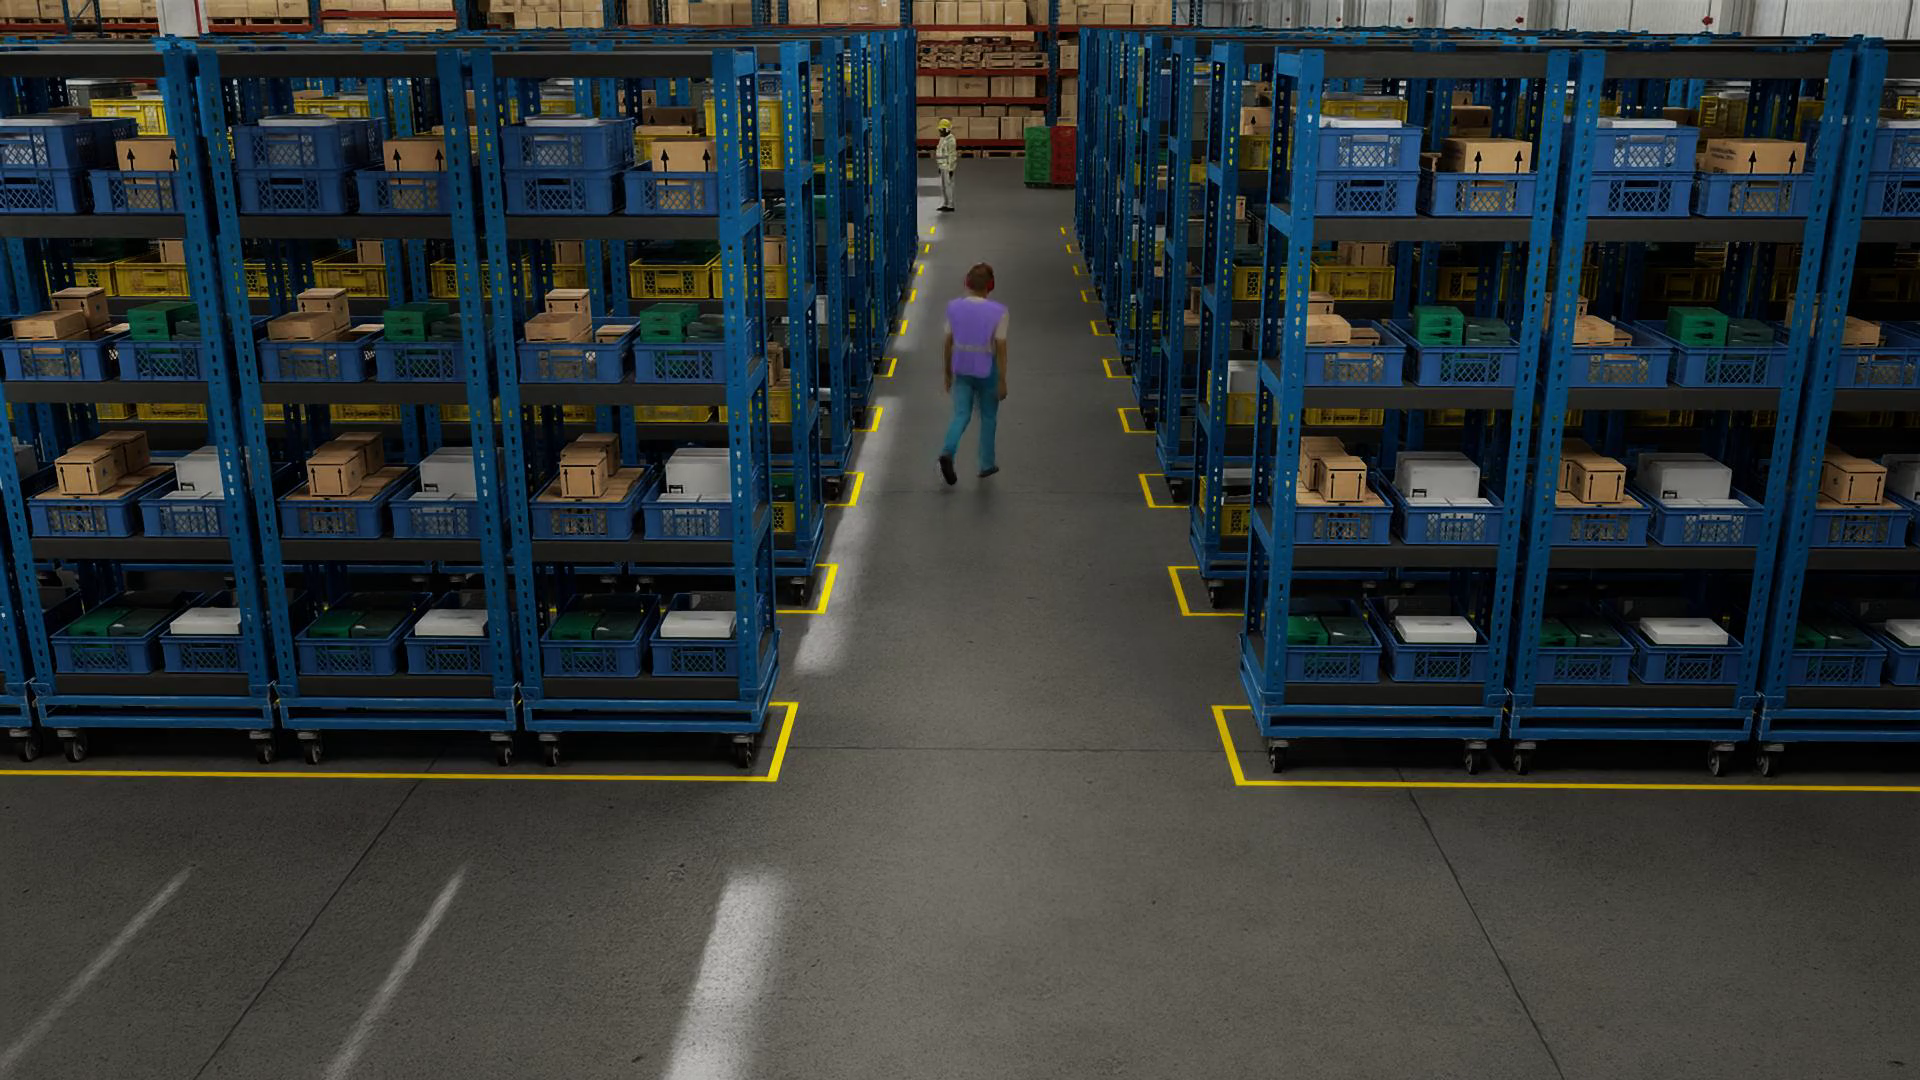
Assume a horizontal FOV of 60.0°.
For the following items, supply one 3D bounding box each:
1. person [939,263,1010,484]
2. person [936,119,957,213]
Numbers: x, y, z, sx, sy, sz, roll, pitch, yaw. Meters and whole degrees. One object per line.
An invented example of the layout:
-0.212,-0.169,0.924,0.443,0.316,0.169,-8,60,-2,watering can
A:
0.098,-1.352,13.710,0.583,1.818,0.782,8,19,24,person
-0.274,-7.439,33.094,0.403,1.824,0.599,-5,18,-17,person
